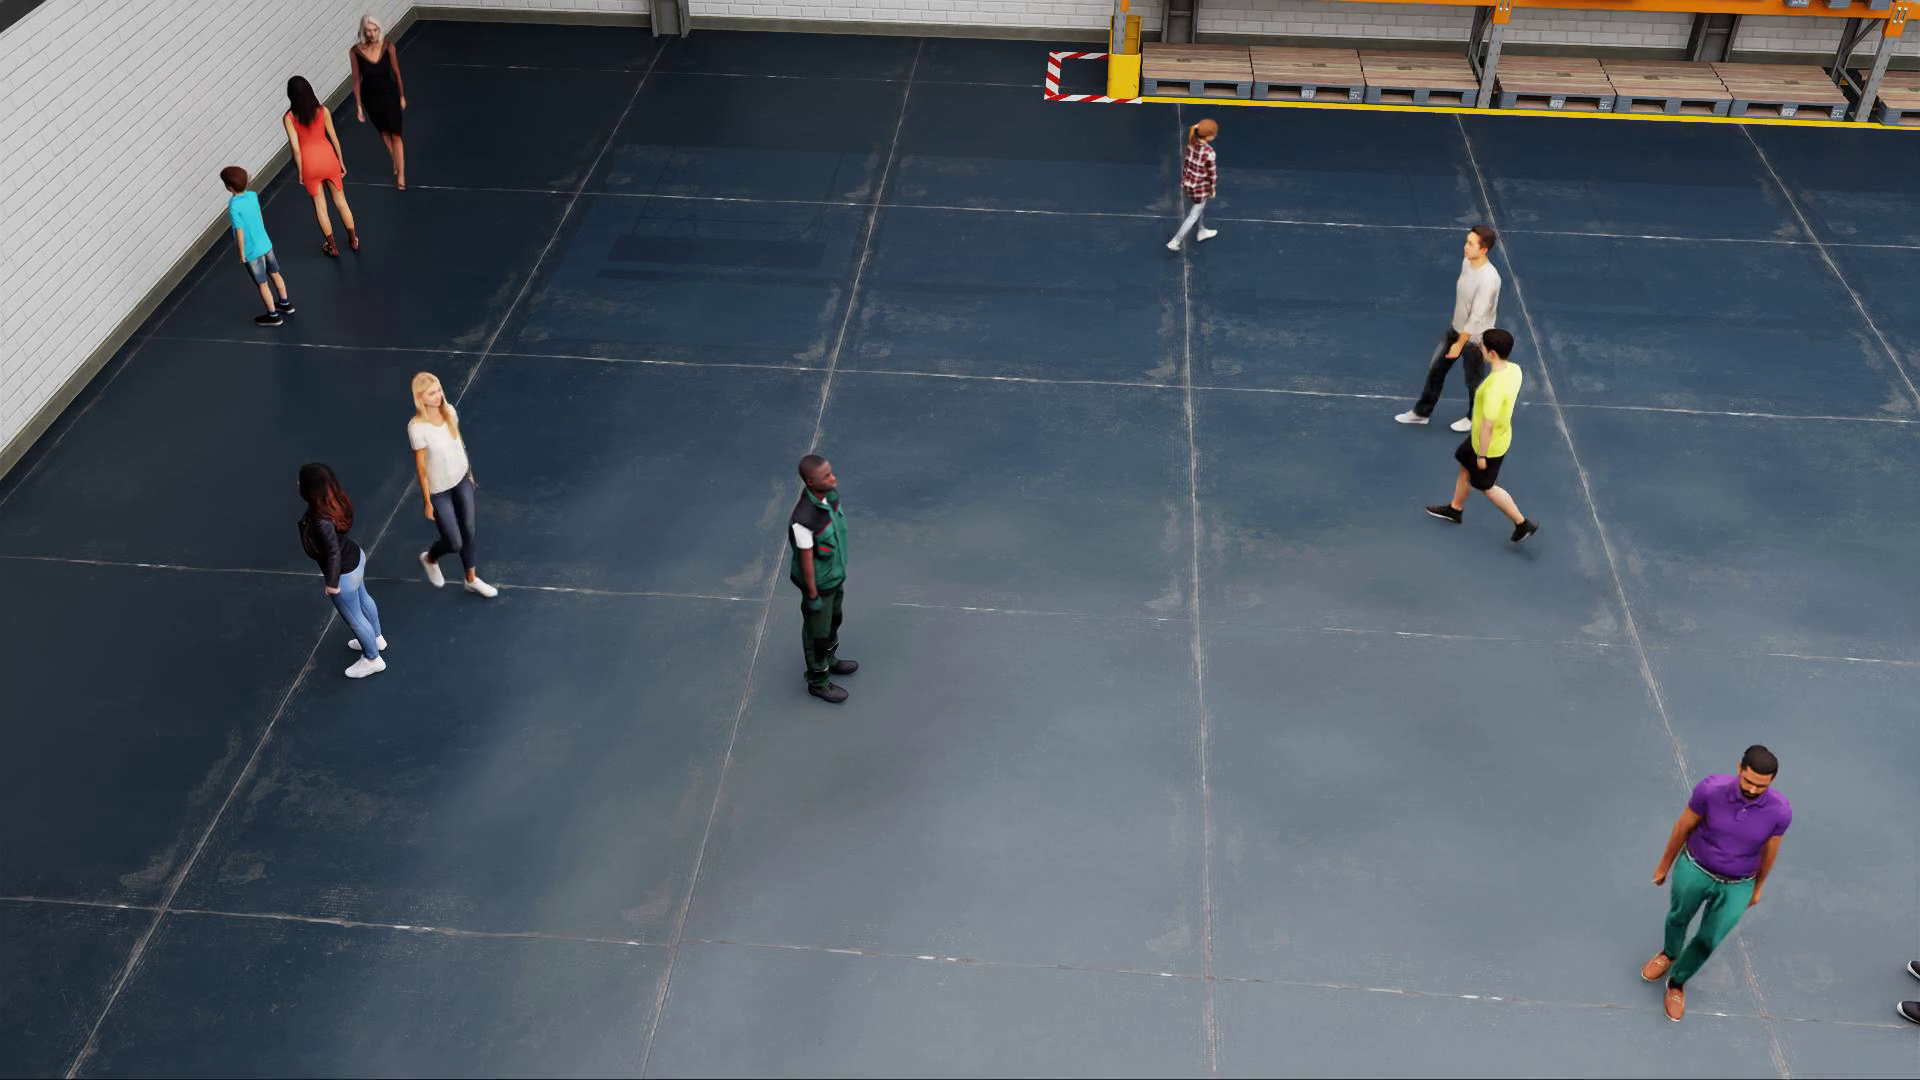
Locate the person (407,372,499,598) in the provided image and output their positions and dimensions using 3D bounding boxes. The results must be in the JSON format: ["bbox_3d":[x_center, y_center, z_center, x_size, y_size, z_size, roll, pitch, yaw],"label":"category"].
[{"bbox_3d":[-3.547,-0.358,11.256,0.883,1.800,0.773,16,41,19],"label":"person"}]

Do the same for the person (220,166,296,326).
[{"bbox_3d":[-6.043,-2.537,14.265,0.517,1.450,0.546,8,39,10],"label":"person"}]

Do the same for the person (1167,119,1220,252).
[{"bbox_3d":[2.151,-3.230,15.270,0.958,1.279,0.847,-24,45,-27],"label":"person"}]

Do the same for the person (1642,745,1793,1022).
[{"bbox_3d":[3.970,1.707,8.709,0.803,1.751,0.874,21,43,24],"label":"person"}]

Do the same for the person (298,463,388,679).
[{"bbox_3d":[-3.988,0.170,10.729,0.646,1.634,0.686,-6,39,-8],"label":"person"}]

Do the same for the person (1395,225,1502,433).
[{"bbox_3d":[4.030,-1.602,12.824,1.051,1.786,0.864,-10,40,-12],"label":"person"}]

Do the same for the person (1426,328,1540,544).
[{"bbox_3d":[3.843,-0.703,11.791,1.142,1.671,0.912,18,42,21],"label":"person"}]

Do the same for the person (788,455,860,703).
[{"bbox_3d":[-0.886,0.218,10.503,0.636,1.840,0.707,8,39,9],"label":"person"}]

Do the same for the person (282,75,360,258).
[{"bbox_3d":[-5.830,-3.398,15.128,0.642,1.719,0.722,-24,44,-27],"label":"person"}]

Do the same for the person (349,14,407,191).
[{"bbox_3d":[-5.673,-4.340,16.322,1.020,1.700,0.859,-7,39,-8],"label":"person"}]
